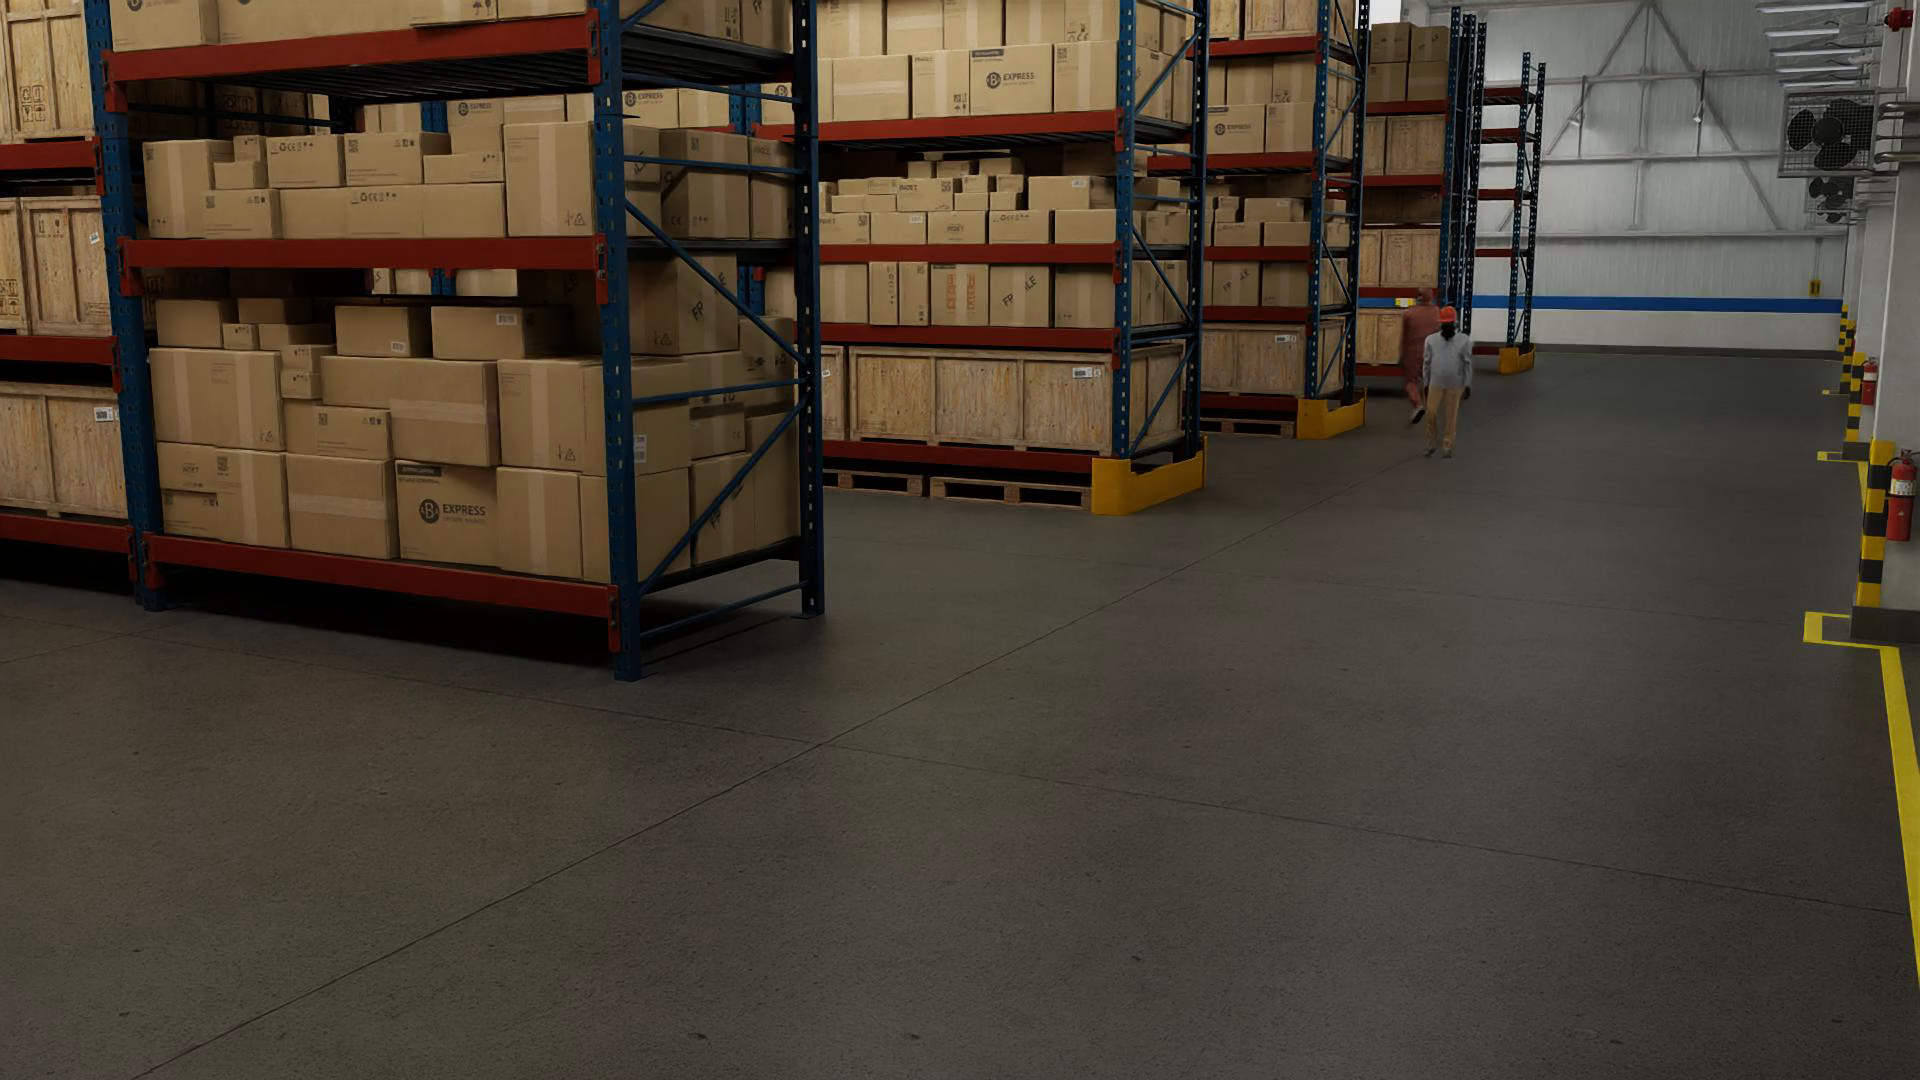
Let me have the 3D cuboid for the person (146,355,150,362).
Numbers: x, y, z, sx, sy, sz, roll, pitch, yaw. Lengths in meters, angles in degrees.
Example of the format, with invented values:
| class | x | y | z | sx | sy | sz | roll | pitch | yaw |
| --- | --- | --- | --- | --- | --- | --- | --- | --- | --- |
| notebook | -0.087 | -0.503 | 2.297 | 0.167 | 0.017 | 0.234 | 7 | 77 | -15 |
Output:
| class | x | y | z | sx | sy | sz | roll | pitch | yaw |
| --- | --- | --- | --- | --- | --- | --- | --- | --- | --- |
| person | -8.022 | -1.401 | 16.086 | 0.545 | 1.939 | 0.354 | -7 | 12 | -37 |

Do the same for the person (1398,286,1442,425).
| class | x | y | z | sx | sy | sz | roll | pitch | yaw |
| --- | --- | --- | --- | --- | --- | --- | --- | --- | --- |
| person | 6.246 | -2.462 | 22.363 | 0.707 | 1.888 | 0.482 | 2 | 10 | 9 |

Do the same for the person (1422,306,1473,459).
| class | x | y | z | sx | sy | sz | roll | pitch | yaw |
| --- | --- | --- | --- | --- | --- | --- | --- | --- | --- |
| person | 5.502 | -1.757 | 18.825 | 0.576 | 1.701 | 0.571 | 4 | 11 | 24 |
